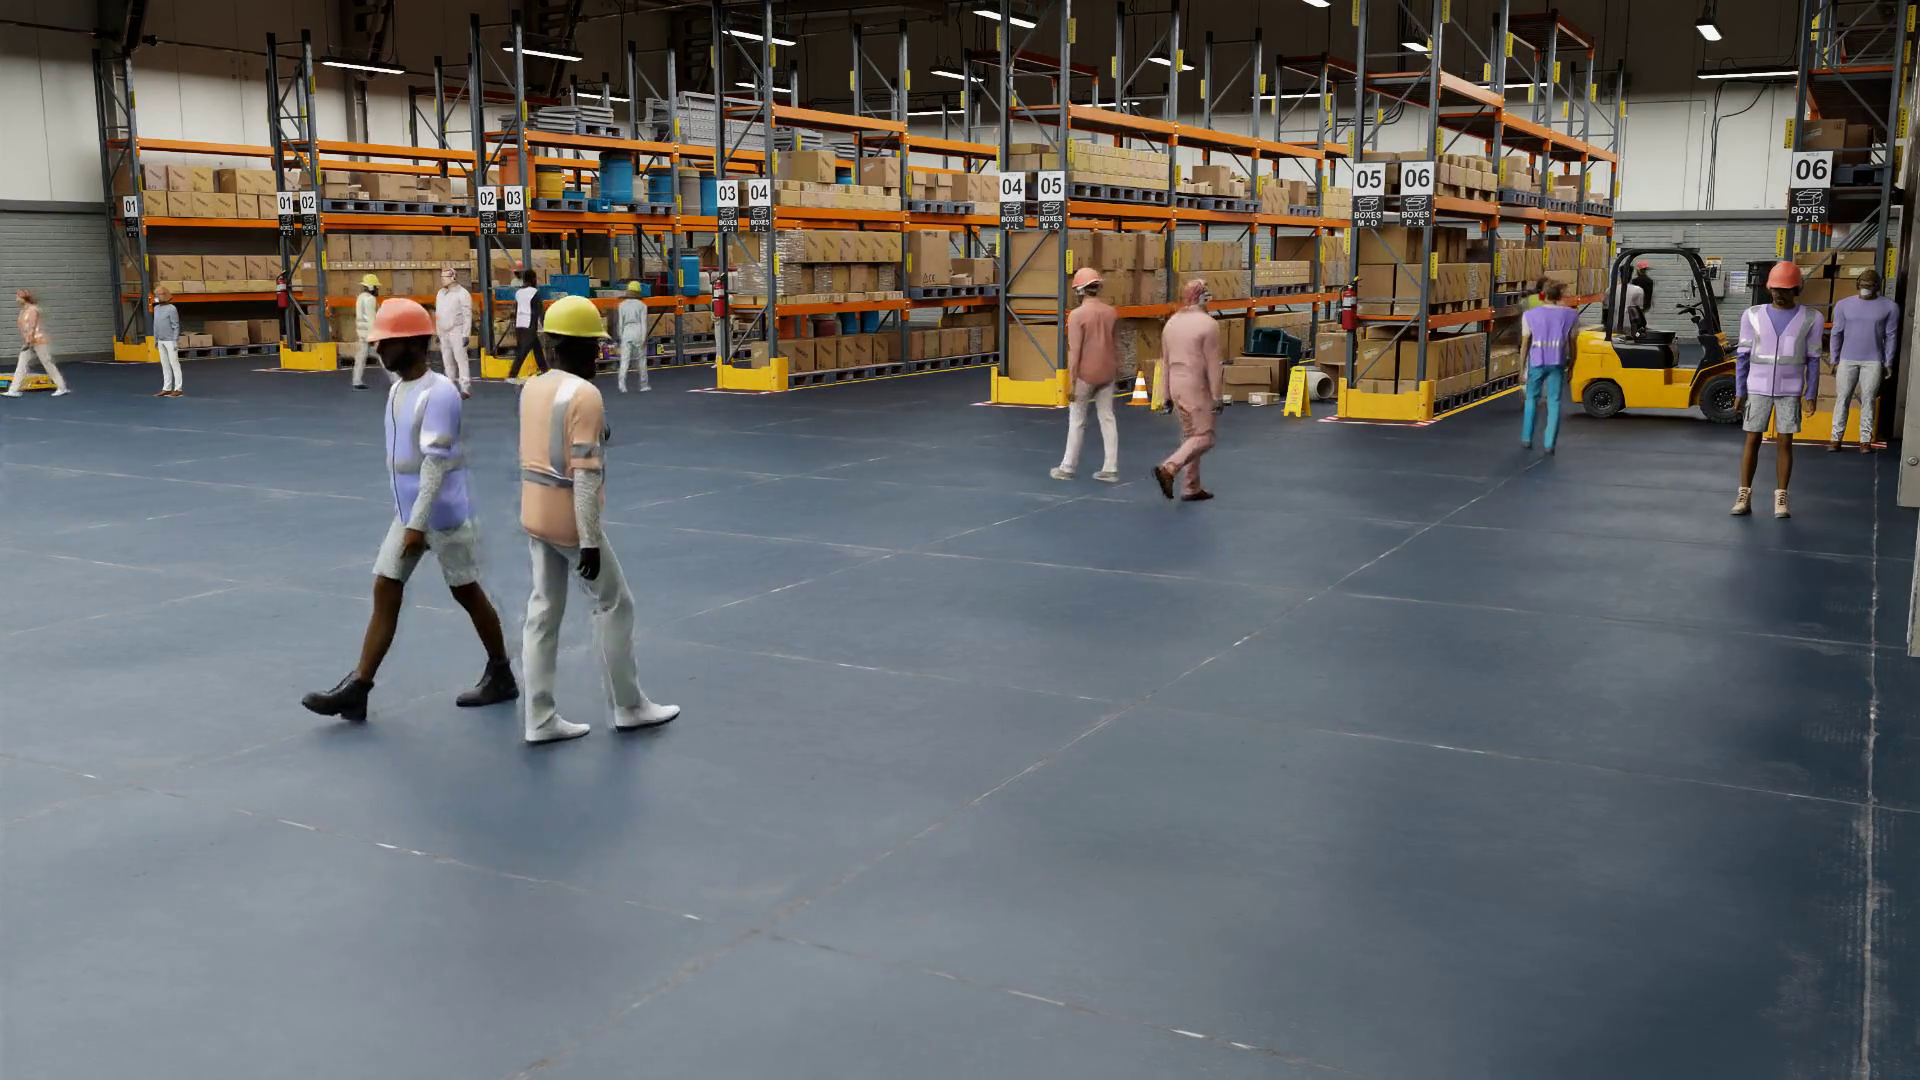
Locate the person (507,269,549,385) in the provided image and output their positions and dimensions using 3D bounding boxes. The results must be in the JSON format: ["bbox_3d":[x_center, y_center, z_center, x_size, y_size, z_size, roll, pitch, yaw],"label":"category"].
[{"bbox_3d":[-6.983,-3.451,26.985,1.024,1.870,0.594,-9,13,-42],"label":"person"}]

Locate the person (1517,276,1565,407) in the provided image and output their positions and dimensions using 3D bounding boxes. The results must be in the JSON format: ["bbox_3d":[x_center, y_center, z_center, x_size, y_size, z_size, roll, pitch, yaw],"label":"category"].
[{"bbox_3d":[7.908,-2.693,22.697,0.621,1.814,0.883,5,11,26],"label":"person"}]

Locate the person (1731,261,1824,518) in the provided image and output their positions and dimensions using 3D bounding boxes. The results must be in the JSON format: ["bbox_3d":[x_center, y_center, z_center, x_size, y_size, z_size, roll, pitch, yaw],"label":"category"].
[{"bbox_3d":[6.470,-1.184,13.198,0.605,2.033,0.399,6,11,29],"label":"person"}]

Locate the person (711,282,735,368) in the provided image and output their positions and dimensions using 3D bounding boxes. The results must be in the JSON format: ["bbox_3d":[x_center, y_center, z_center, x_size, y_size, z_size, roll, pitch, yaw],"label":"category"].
[{"bbox_3d":[-4.375,-3.974,30.683,0.513,1.639,0.313,6,11,29],"label":"person"}]

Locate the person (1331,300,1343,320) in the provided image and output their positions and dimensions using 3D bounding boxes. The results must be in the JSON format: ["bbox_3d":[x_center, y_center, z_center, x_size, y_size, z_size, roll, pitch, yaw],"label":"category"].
[{"bbox_3d":[8.721,-5.354,38.182,0.647,1.833,0.566,3,10,19],"label":"person"}]

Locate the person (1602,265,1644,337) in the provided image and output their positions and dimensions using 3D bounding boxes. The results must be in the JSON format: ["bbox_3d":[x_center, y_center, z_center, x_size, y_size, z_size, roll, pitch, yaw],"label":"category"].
[{"bbox_3d":[10.752,-3.500,26.994,0.629,1.943,0.621,5,11,26],"label":"person"}]

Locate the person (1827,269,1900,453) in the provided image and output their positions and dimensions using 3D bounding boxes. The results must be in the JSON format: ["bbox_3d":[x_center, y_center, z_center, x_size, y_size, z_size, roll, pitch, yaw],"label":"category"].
[{"bbox_3d":[9.513,-1.877,17.551,0.627,1.933,0.373,6,11,29],"label":"person"}]

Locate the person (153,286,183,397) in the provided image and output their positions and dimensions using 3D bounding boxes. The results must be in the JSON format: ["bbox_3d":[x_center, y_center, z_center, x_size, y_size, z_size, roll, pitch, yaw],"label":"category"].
[{"bbox_3d":[-11.725,-2.928,24.569,0.498,1.633,0.282,6,11,29],"label":"person"}]

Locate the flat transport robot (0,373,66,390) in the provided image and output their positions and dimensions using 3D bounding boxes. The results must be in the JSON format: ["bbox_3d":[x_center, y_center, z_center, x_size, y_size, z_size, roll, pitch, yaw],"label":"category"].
[{"bbox_3d":[-14.712,-2.482,25.947,1.431,0.197,0.652,5,11,28],"label":"flat transport robot"}]

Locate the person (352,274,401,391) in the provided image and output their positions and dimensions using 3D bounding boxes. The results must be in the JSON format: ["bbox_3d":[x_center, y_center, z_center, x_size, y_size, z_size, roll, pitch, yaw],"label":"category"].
[{"bbox_3d":[-8.999,-3.189,25.645,0.912,1.781,0.623,-8,12,-38],"label":"person"}]

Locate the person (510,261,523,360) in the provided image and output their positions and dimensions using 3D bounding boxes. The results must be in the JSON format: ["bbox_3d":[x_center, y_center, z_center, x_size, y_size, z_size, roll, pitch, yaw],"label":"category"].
[{"bbox_3d":[-8.559,-4.453,32.475,0.609,1.984,0.398,6,11,29],"label":"person"}]

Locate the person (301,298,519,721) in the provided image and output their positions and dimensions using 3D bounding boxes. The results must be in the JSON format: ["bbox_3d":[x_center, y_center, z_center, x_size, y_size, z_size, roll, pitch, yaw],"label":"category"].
[{"bbox_3d":[-2.451,-0.127,7.436,0.548,1.882,0.992,9,13,42],"label":"person"}]

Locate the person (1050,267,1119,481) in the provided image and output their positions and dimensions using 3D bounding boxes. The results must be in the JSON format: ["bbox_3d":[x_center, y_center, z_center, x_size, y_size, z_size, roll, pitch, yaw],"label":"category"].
[{"bbox_3d":[1.187,-1.518,15.357,0.622,1.993,0.518,-7,12,-36],"label":"person"}]

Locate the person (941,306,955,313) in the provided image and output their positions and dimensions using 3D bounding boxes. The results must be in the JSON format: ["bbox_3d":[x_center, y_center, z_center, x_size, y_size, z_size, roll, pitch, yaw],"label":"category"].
[{"bbox_3d":[-0.303,-6.487,44.514,0.627,1.941,0.373,6,11,29],"label":"person"}]

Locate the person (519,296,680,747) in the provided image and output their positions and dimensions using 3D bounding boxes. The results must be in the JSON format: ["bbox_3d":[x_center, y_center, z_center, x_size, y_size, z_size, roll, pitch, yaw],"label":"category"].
[{"bbox_3d":[-1.570,-0.086,7.138,0.804,1.897,0.621,-9,13,-42],"label":"person"}]

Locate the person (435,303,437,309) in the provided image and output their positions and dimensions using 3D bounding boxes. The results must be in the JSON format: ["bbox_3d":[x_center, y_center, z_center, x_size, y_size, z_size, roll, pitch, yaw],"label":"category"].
[{"bbox_3d":[-11.086,-5.010,35.629,0.640,2.024,0.701,7,12,36],"label":"person"}]

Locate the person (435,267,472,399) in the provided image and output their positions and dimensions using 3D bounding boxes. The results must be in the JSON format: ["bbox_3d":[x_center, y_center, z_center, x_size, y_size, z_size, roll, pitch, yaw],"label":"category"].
[{"bbox_3d":[-7.380,-2.991,24.141,0.637,1.911,0.403,6,11,29],"label":"person"}]

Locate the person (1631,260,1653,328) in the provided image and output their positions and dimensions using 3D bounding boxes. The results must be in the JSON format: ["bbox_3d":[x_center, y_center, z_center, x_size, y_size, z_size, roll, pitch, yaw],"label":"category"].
[{"bbox_3d":[14.389,-4.942,35.353,0.660,1.967,0.746,-4,11,-23],"label":"person"}]

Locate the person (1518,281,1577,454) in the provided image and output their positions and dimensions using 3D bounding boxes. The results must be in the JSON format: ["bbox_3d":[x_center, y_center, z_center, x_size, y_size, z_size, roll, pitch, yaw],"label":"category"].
[{"bbox_3d":[6.227,-1.837,17.676,0.586,1.801,0.908,2,10,9],"label":"person"}]

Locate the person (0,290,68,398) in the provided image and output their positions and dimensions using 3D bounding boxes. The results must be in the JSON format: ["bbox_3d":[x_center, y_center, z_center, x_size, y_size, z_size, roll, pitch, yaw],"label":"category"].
[{"bbox_3d":[-13.639,-2.883,24.448,0.509,1.582,0.902,7,12,37],"label":"person"}]

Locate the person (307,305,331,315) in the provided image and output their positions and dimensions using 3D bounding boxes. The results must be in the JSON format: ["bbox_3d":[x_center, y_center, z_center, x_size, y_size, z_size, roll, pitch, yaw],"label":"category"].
[{"bbox_3d":[-12.884,-4.484,33.418,0.544,1.736,0.752,1,10,7],"label":"person"}]

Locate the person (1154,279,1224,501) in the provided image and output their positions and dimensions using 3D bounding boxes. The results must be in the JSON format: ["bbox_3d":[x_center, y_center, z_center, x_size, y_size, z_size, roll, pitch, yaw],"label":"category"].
[{"bbox_3d":[1.901,-1.237,13.925,0.650,1.885,0.647,-5,11,-29],"label":"person"}]

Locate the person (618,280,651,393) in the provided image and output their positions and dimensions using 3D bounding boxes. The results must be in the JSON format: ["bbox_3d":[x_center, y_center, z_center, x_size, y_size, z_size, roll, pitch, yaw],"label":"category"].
[{"bbox_3d":[-5.002,-3.093,25.342,0.499,1.714,0.843,2,10,13],"label":"person"}]
